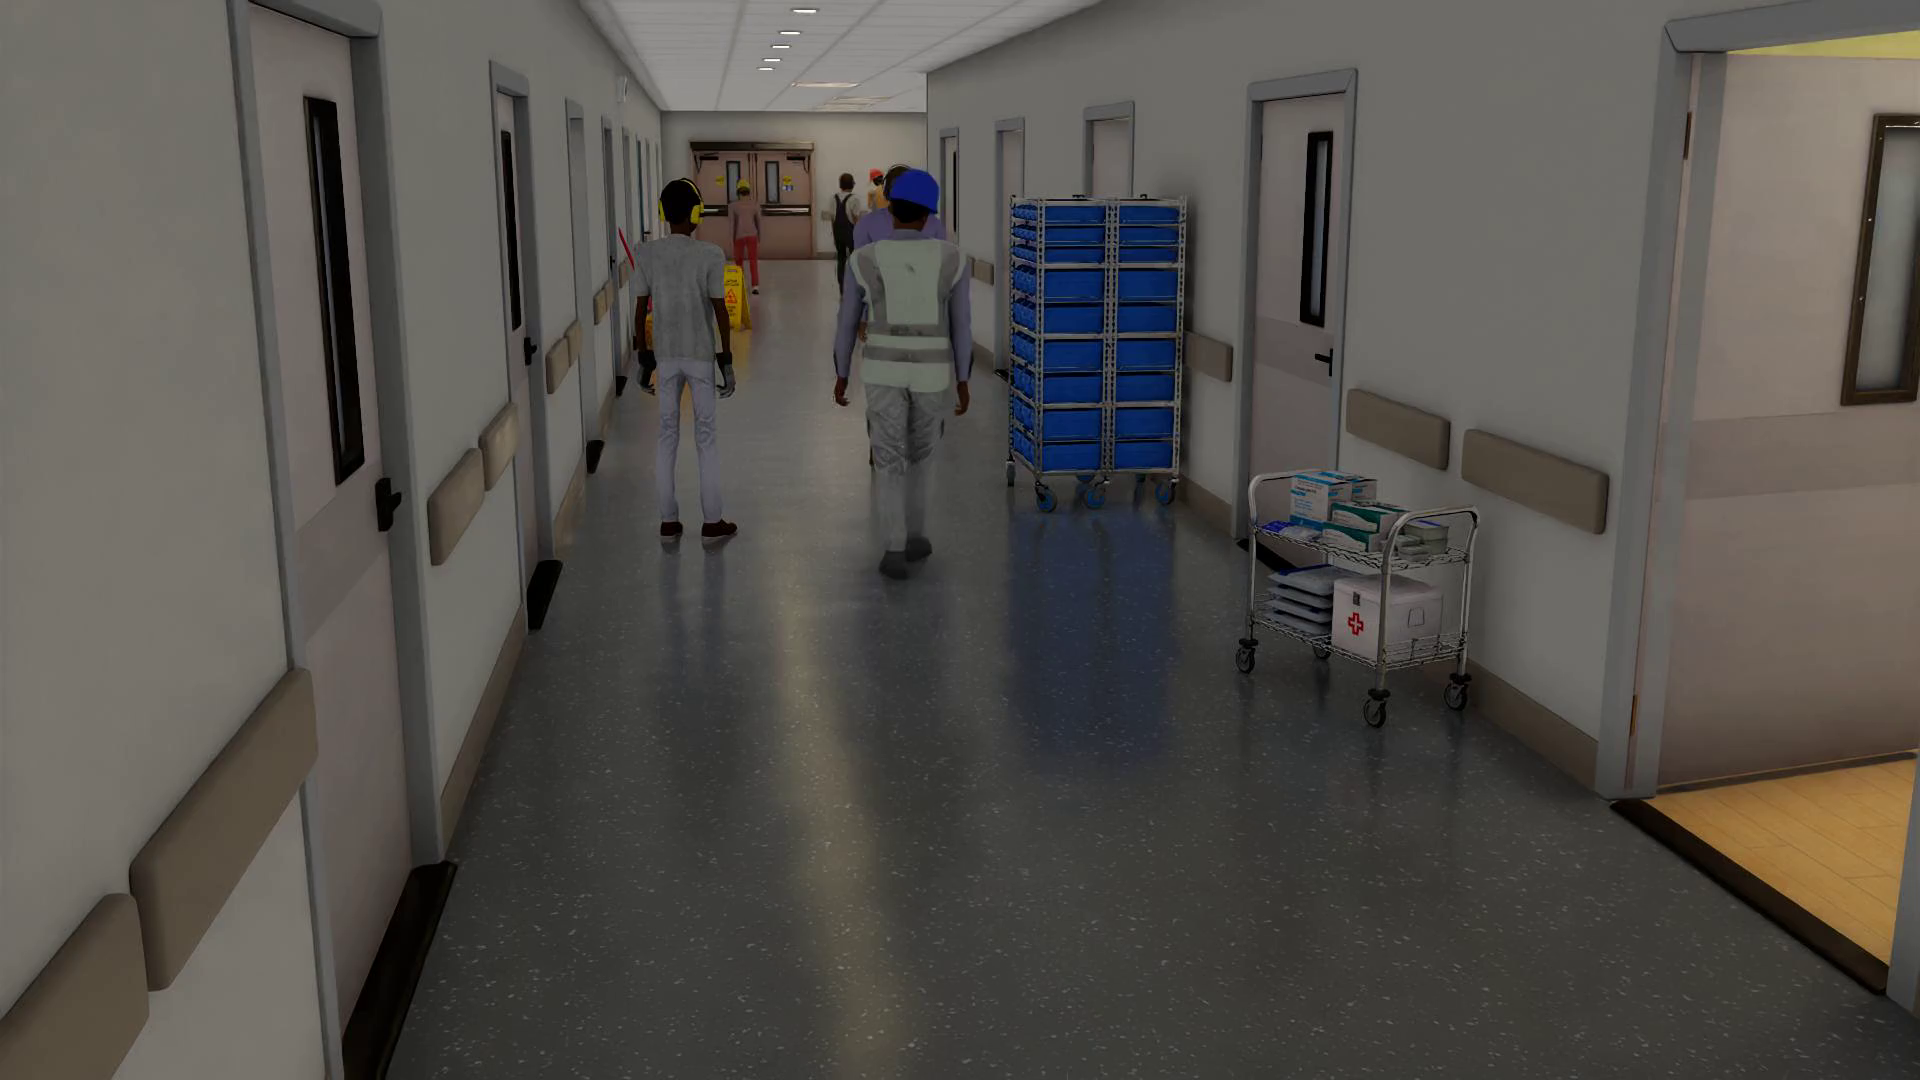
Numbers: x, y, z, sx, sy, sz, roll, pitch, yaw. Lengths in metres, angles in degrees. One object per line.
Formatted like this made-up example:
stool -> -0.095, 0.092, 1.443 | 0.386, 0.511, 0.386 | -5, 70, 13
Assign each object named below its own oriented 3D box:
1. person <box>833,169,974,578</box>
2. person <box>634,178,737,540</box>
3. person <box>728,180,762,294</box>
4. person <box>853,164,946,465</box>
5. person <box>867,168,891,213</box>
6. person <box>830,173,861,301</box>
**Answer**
person -> -0.274, -0.792, 7.961 | 0.657, 1.913, 0.641 | -2, 13, -8
person -> -1.424, -0.925, 8.641 | 0.535, 1.869, 0.314 | 2, 13, 8
person -> -3.278, -4.637, 25.469 | 0.546, 1.720, 0.918 | -4, 13, -18
person -> -0.385, -1.460, 10.858 | 0.627, 1.941, 0.371 | -4, 13, -15
person -> -1.387, -5.789, 30.201 | 0.597, 1.887, 0.756 | -1, 13, -3
person -> -1.623, -4.354, 23.965 | 0.505, 1.832, 0.415 | 5, 14, 23
